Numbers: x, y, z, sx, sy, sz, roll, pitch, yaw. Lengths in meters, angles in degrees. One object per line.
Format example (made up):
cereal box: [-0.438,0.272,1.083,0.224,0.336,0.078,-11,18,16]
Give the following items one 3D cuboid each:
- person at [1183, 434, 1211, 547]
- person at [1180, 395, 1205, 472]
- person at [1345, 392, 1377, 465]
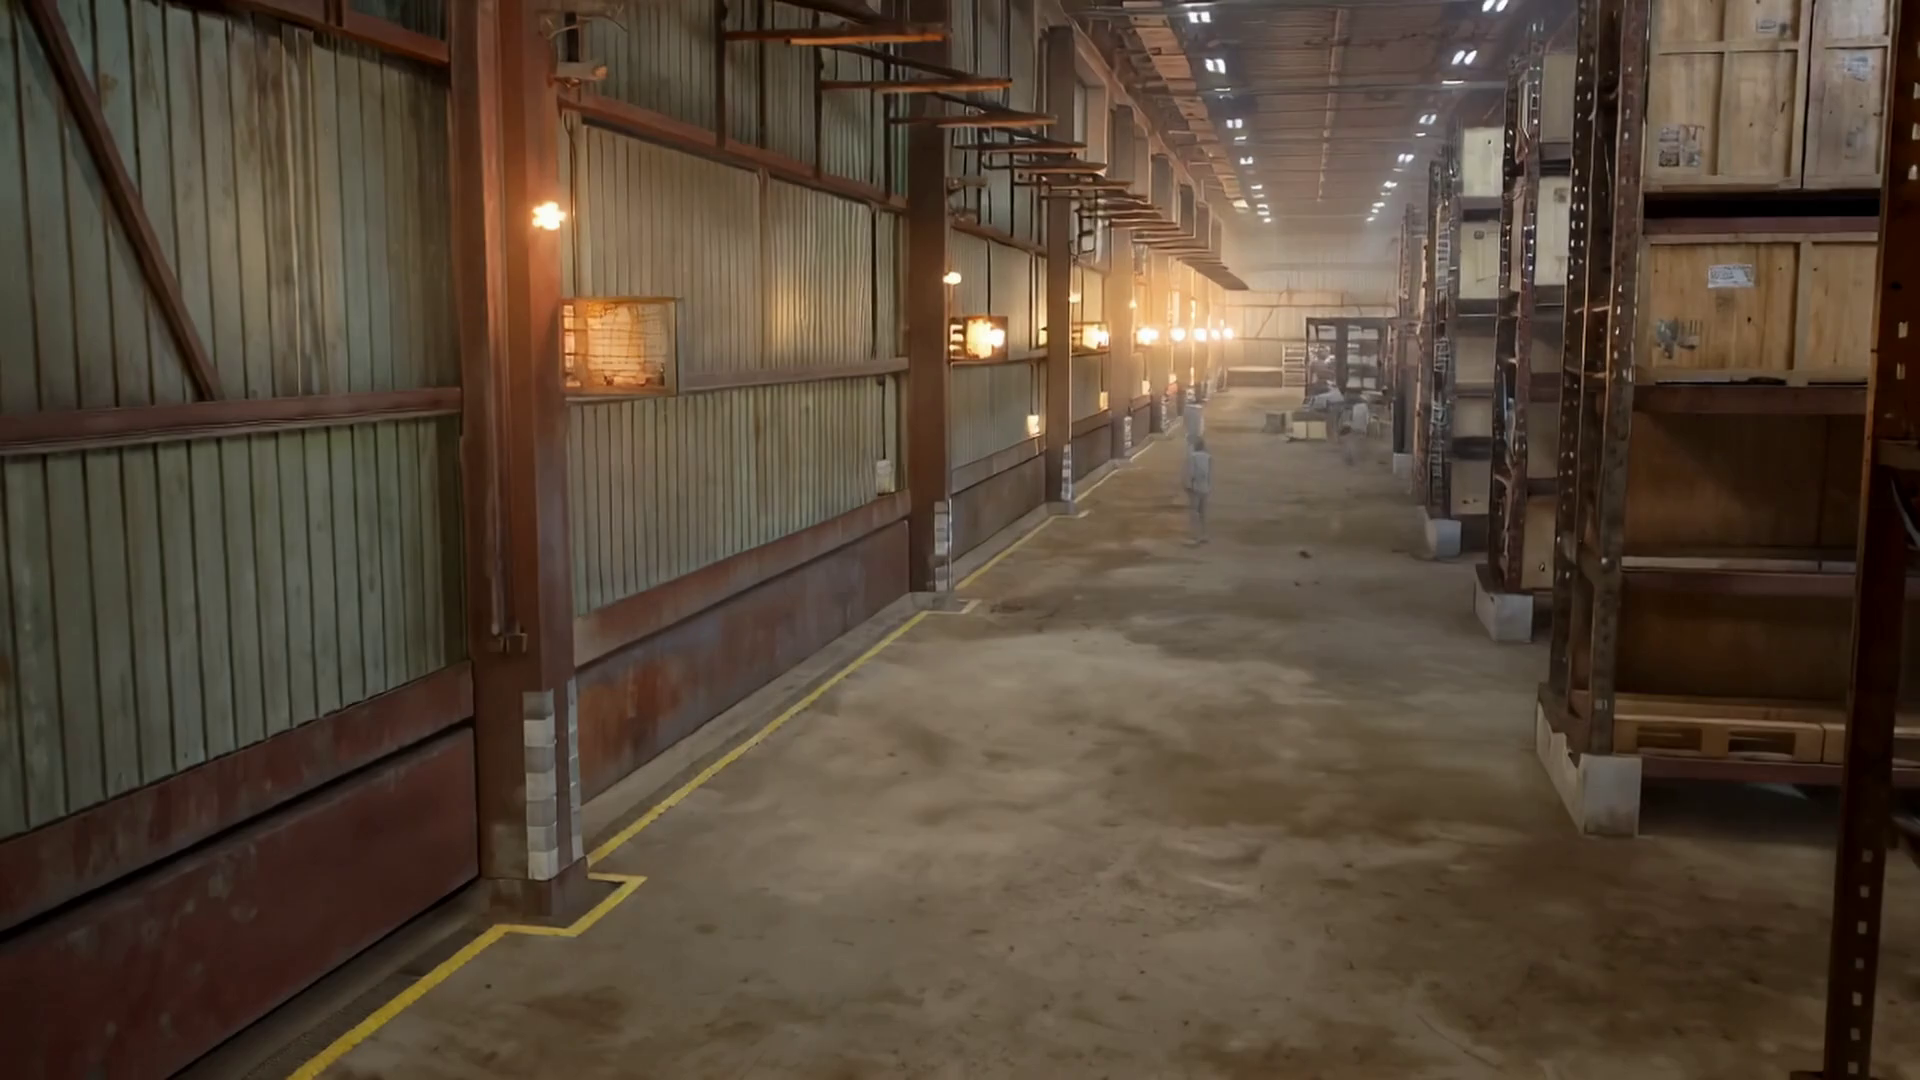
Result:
person: [3.438,-0.716,24.055,0.521,1.638,0.310,-7,10,-43]
person: [5.137,-2.356,36.864,0.574,1.726,0.784,5,9,36]
person: [9.340,-2.585,38.718,0.821,1.713,0.638,-3,8,-21]
